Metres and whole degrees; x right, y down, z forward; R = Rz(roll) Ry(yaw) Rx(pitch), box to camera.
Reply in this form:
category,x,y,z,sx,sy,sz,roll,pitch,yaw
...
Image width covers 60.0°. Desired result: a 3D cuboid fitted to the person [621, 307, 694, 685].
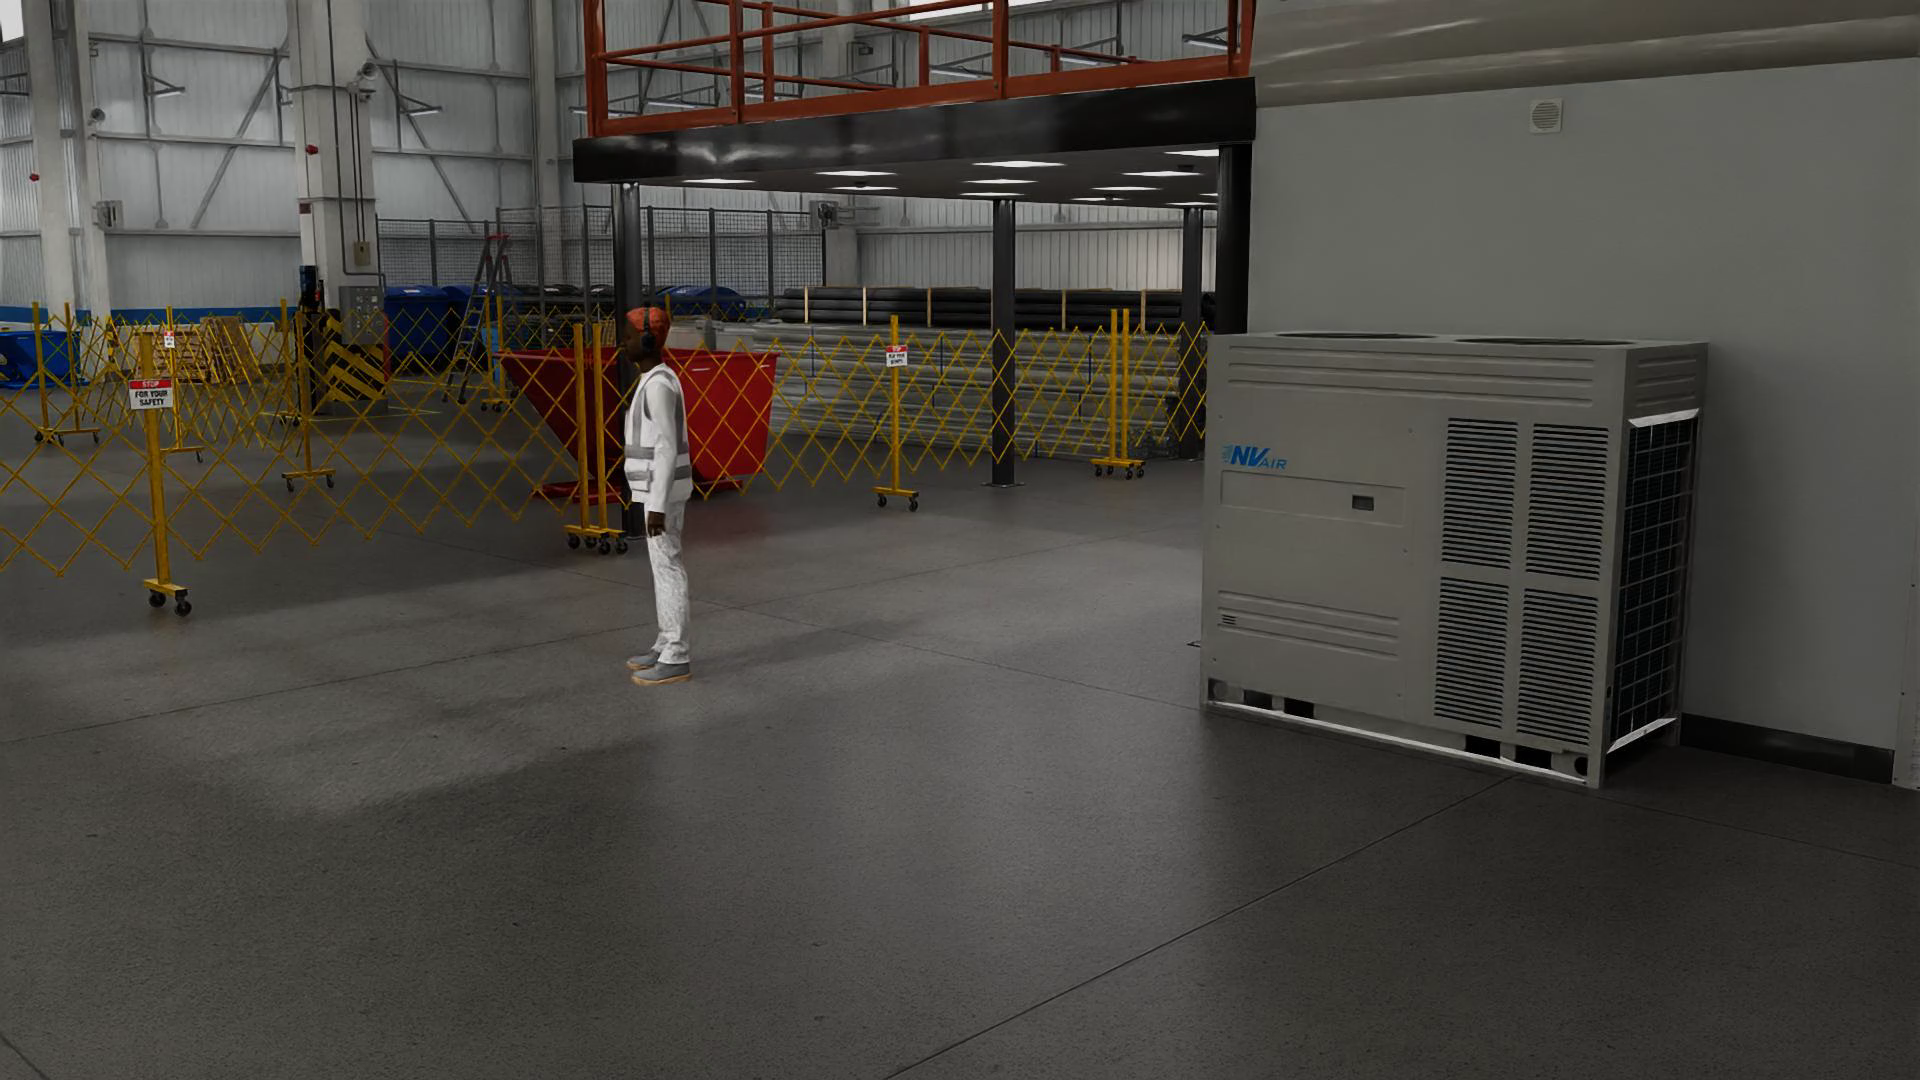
category,x,y,z,sx,sy,sz,roll,pitch,yaw
person,-1.516,-0.216,8.323,0.362,1.882,0.576,-2,9,-11
